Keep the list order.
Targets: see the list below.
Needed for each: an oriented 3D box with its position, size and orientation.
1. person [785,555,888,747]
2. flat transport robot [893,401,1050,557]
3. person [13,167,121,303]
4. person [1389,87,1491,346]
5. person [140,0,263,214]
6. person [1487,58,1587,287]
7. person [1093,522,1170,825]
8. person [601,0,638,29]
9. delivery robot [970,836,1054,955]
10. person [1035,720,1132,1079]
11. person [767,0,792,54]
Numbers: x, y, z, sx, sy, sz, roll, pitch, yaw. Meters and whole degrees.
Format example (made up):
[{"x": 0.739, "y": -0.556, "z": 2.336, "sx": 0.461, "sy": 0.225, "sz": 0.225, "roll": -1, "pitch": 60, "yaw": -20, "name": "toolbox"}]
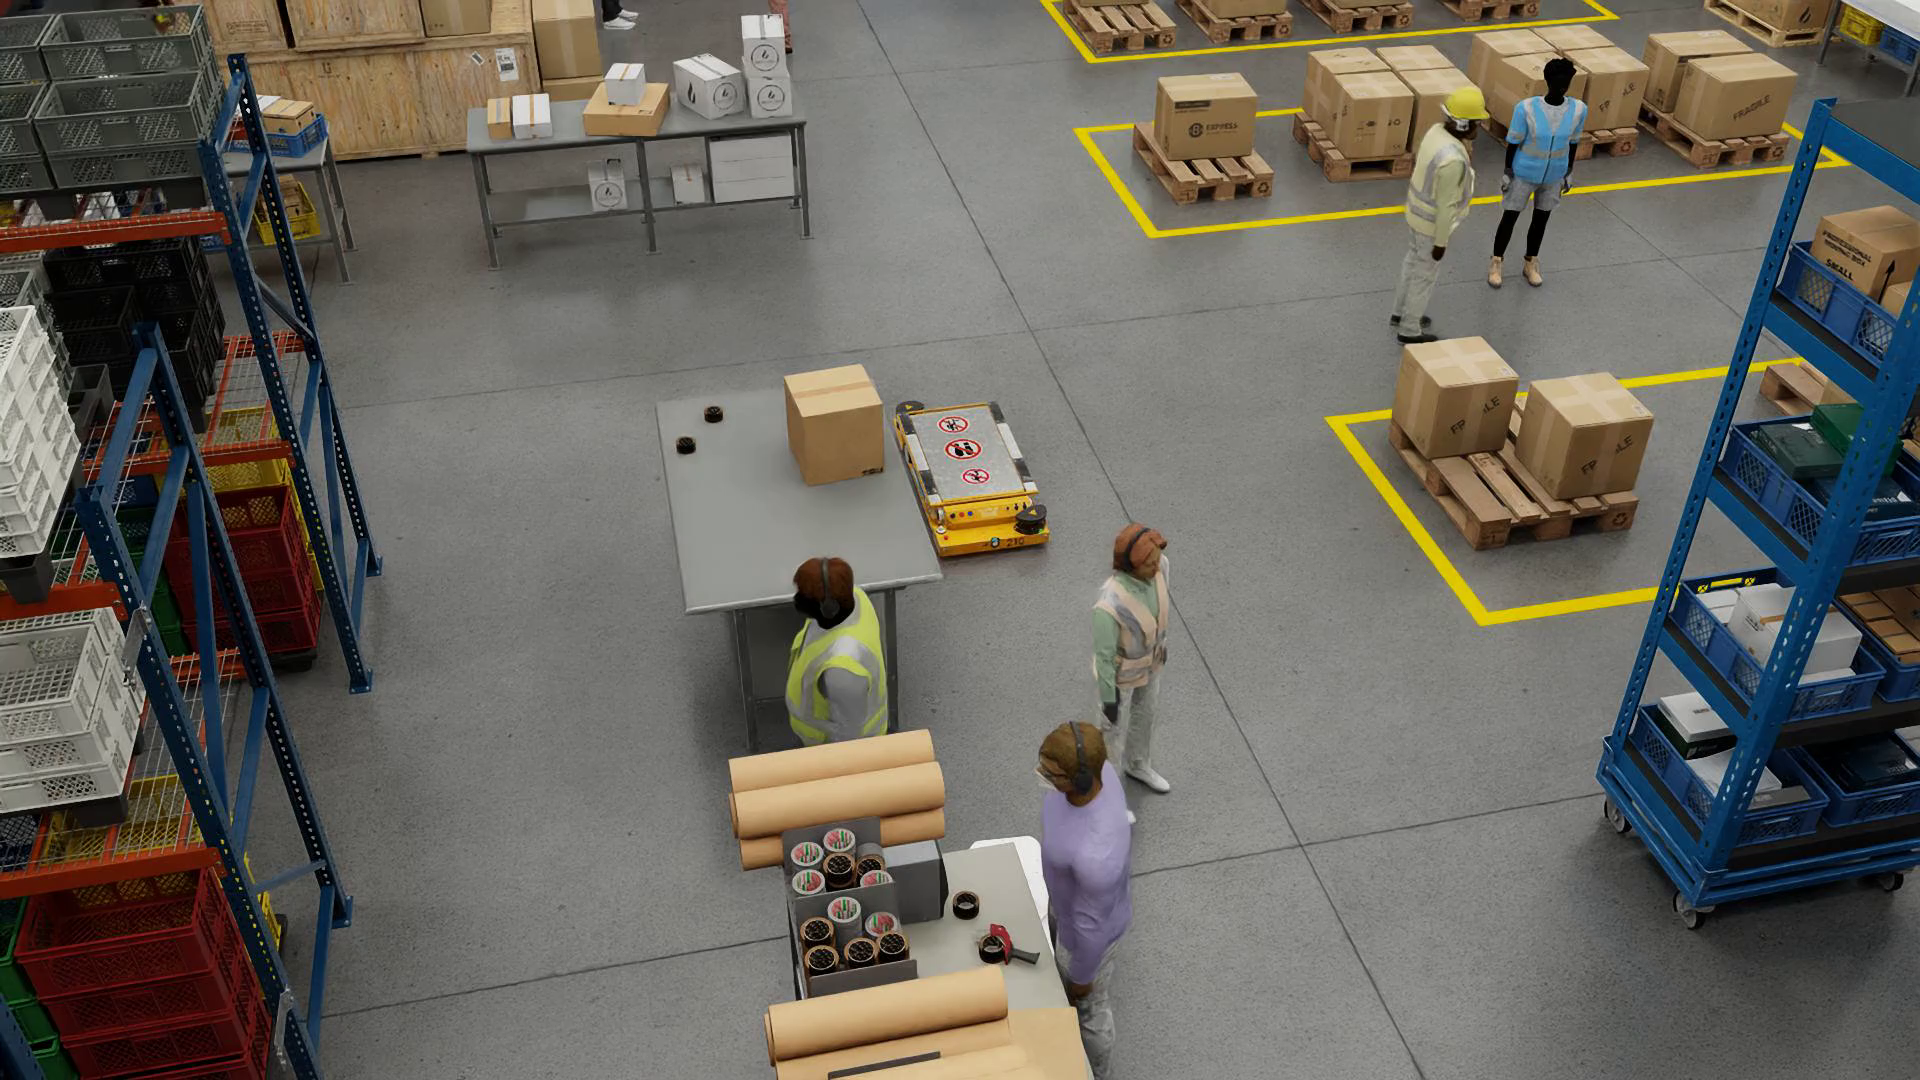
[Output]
[{"x": -0.521, "y": 0.815, "z": 7.132, "sx": 0.430, "sy": 1.841, "sz": 0.624, "roll": -2, "pitch": 37, "yaw": -3, "name": "person"}, {"x": 0.046, "y": -0.430, "z": 10.108, "sx": 0.652, "sy": 0.197, "sz": 1.431, "roll": -8, "pitch": 37, "yaw": -10, "name": "flat transport robot"}, {"x": -5.663, "y": -1.861, "z": 10.700, "sx": 0.606, "sy": 1.883, "sz": 0.399, "roll": -25, "pitch": 43, "yaw": -29, "name": "person"}, {"x": 3.201, "y": -2.152, "z": 11.145, "sx": 0.428, "sy": 1.818, "sz": 0.594, "roll": 0, "pitch": 37, "yaw": -1, "name": "person"}, {"x": -5.884, "y": -3.244, "z": 12.582, "sx": 0.744, "sy": 1.849, "sz": 0.527, "roll": -25, "pitch": 43, "yaw": -29, "name": "person"}, {"x": 4.111, "y": -2.605, "z": 11.844, "sx": 0.541, "sy": 1.696, "sz": 0.315, "roll": -1, "pitch": 37, "yaw": -1, "name": "person"}, {"x": 0.778, "y": 0.597, "z": 7.596, "sx": 0.335, "sy": 1.632, "sz": 0.530, "roll": 25, "pitch": 43, "yaw": 29, "name": "person"}, {"x": -3.455, "y": -5.983, "z": 16.211, "sx": 0.398, "sy": 1.913, "sz": 0.595, "roll": -3, "pitch": 37, "yaw": -4, "name": "person"}, {"x": 0.234, "y": 1.591, "z": 7.081, "sx": 0.477, "sy": 0.478, "sz": 0.707, "roll": -5, "pitch": 37, "yaw": -6, "name": "delivery robot"}, {"x": 0.451, "y": 1.412, "z": 6.256, "sx": 0.375, "sy": 1.930, "sz": 0.629, "roll": -1, "pitch": 37, "yaw": -2, "name": "person"}, {"x": -1.811, "y": -5.537, "z": 15.624, "sx": 0.400, "sy": 1.900, "sz": 0.651, "roll": -6, "pitch": 37, "yaw": -8, "name": "person"}]
